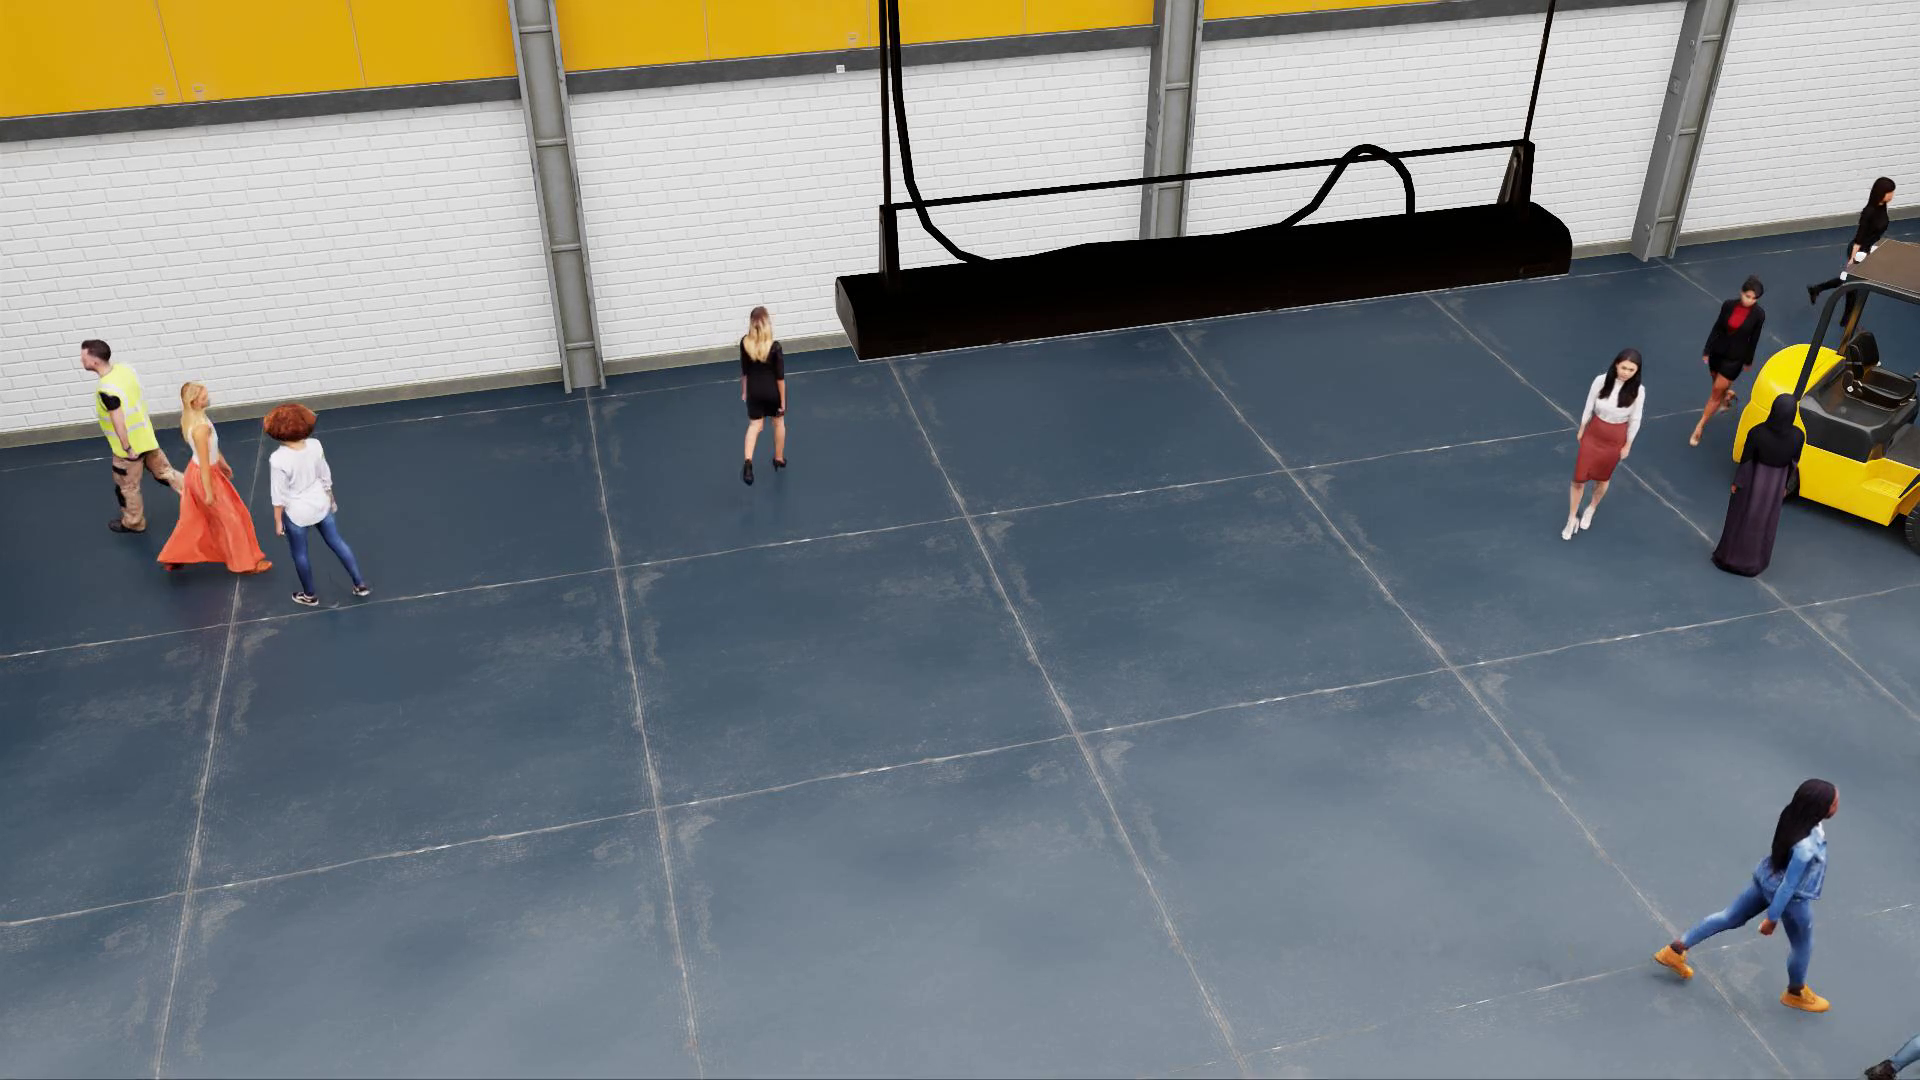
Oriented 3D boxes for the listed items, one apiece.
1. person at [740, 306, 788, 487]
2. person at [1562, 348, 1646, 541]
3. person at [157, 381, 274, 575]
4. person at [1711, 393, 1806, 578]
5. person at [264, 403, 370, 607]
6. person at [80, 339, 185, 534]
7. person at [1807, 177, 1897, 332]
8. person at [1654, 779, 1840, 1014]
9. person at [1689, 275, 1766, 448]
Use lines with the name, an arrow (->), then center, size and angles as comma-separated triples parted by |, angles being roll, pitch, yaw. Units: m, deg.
person -> -1.733, -1.212, 14.410 | 0.988, 1.655, 0.937 | 9, 35, 14
person -> 5.363, -0.833, 13.772 | 0.816, 1.731, 0.878 | 19, 38, 26
person -> -6.017, -0.444, 13.146 | 1.122, 1.776, 0.840 | -19, 38, -26
person -> 6.418, -0.458, 13.313 | 0.675, 1.614, 0.769 | 7, 34, 11
person -> -5.039, -0.261, 12.933 | 0.967, 1.707, 0.914 | 17, 37, 24
person -> -6.752, -0.842, 13.706 | 1.208, 1.818, 0.918 | 2, 34, 3
person -> 9.190, -2.972, 17.090 | 0.948, 1.620, 0.910 | -28, 43, -35
person -> 4.579, 2.021, 9.539 | 1.299, 1.663, 1.022 | 8, 34, 11
person -> 7.001, -1.647, 15.114 | 1.113, 1.601, 0.901 | -23, 40, -31
